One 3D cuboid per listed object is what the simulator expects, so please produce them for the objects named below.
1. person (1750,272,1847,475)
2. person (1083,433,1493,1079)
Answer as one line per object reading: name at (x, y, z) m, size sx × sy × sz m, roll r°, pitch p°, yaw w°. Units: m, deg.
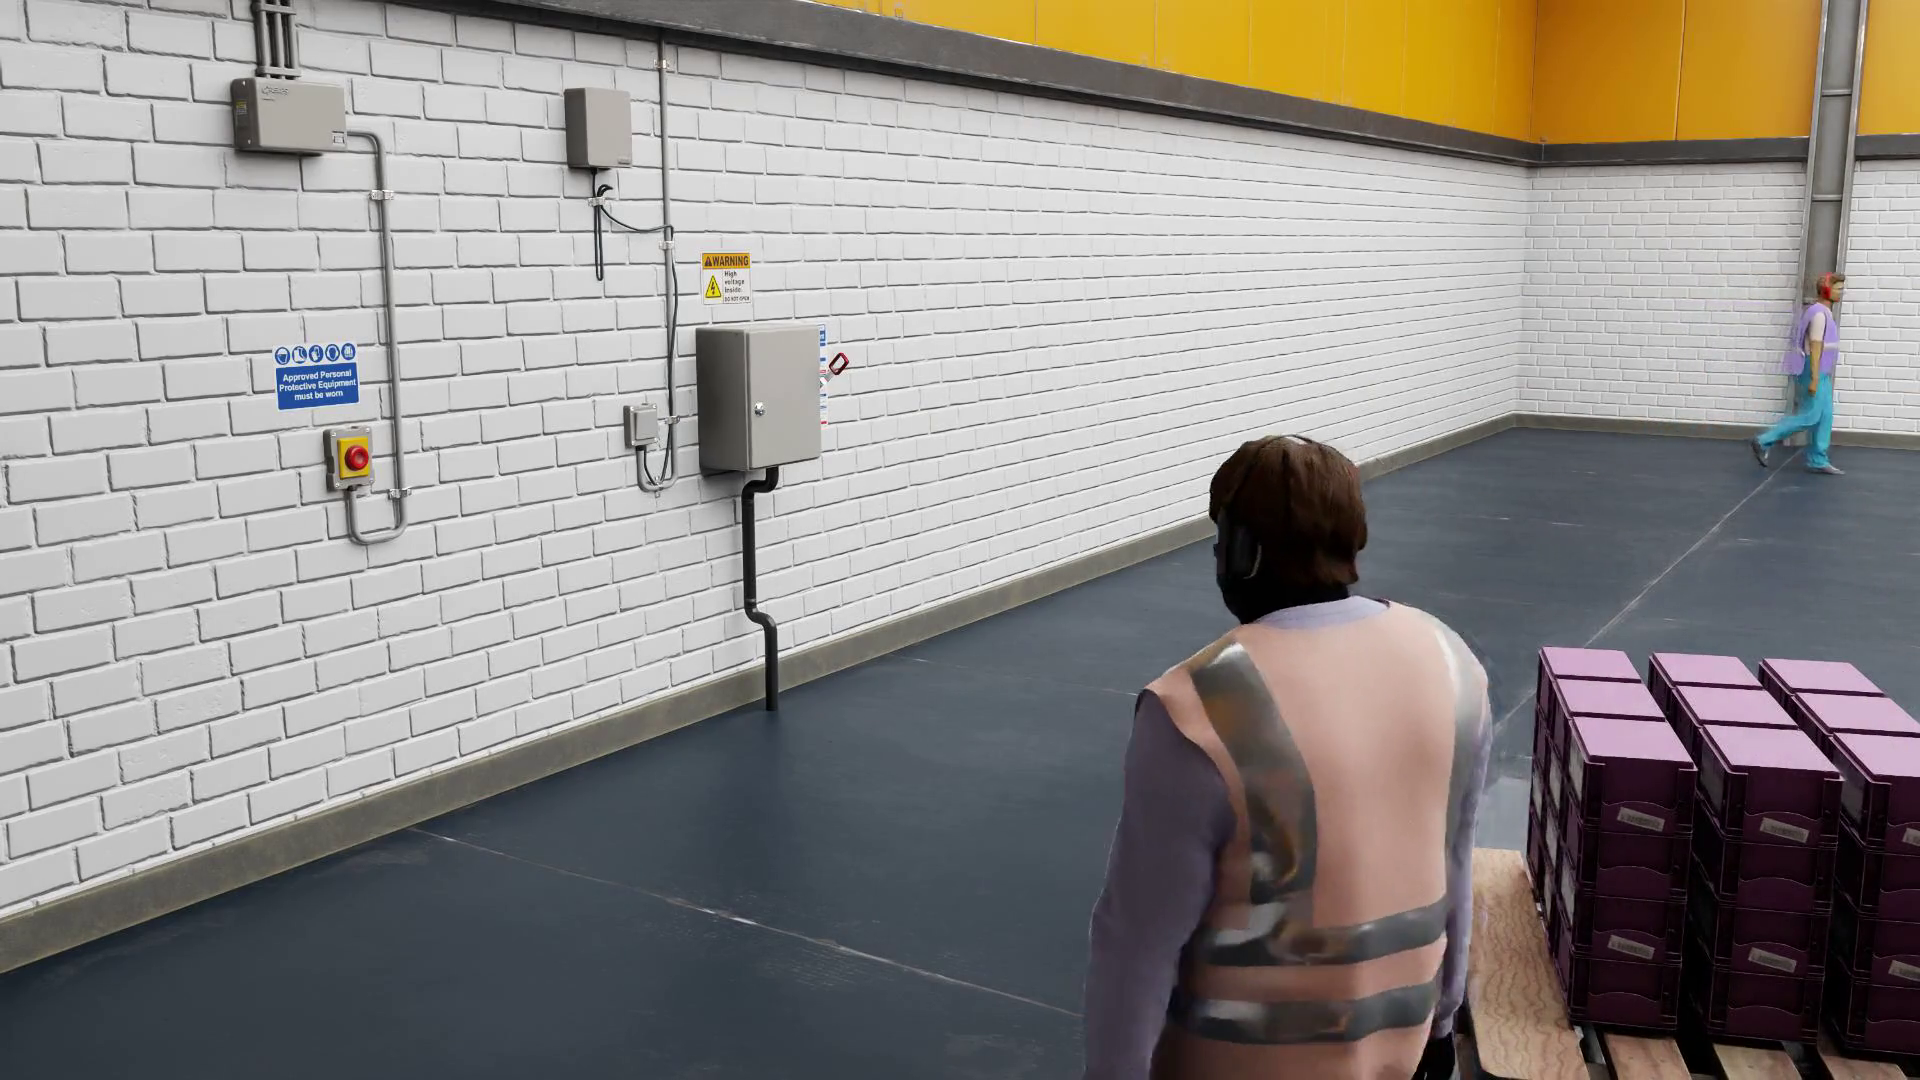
person at (7.609, -1.489, 14.946) m, size 0.718 × 1.823 × 0.562 m, roll 6°, pitch 12°, yaw 31°
person at (0.461, 0.757, 2.476) m, size 0.705 × 1.824 × 0.434 m, roll -6°, pitch 12°, yaw -32°
